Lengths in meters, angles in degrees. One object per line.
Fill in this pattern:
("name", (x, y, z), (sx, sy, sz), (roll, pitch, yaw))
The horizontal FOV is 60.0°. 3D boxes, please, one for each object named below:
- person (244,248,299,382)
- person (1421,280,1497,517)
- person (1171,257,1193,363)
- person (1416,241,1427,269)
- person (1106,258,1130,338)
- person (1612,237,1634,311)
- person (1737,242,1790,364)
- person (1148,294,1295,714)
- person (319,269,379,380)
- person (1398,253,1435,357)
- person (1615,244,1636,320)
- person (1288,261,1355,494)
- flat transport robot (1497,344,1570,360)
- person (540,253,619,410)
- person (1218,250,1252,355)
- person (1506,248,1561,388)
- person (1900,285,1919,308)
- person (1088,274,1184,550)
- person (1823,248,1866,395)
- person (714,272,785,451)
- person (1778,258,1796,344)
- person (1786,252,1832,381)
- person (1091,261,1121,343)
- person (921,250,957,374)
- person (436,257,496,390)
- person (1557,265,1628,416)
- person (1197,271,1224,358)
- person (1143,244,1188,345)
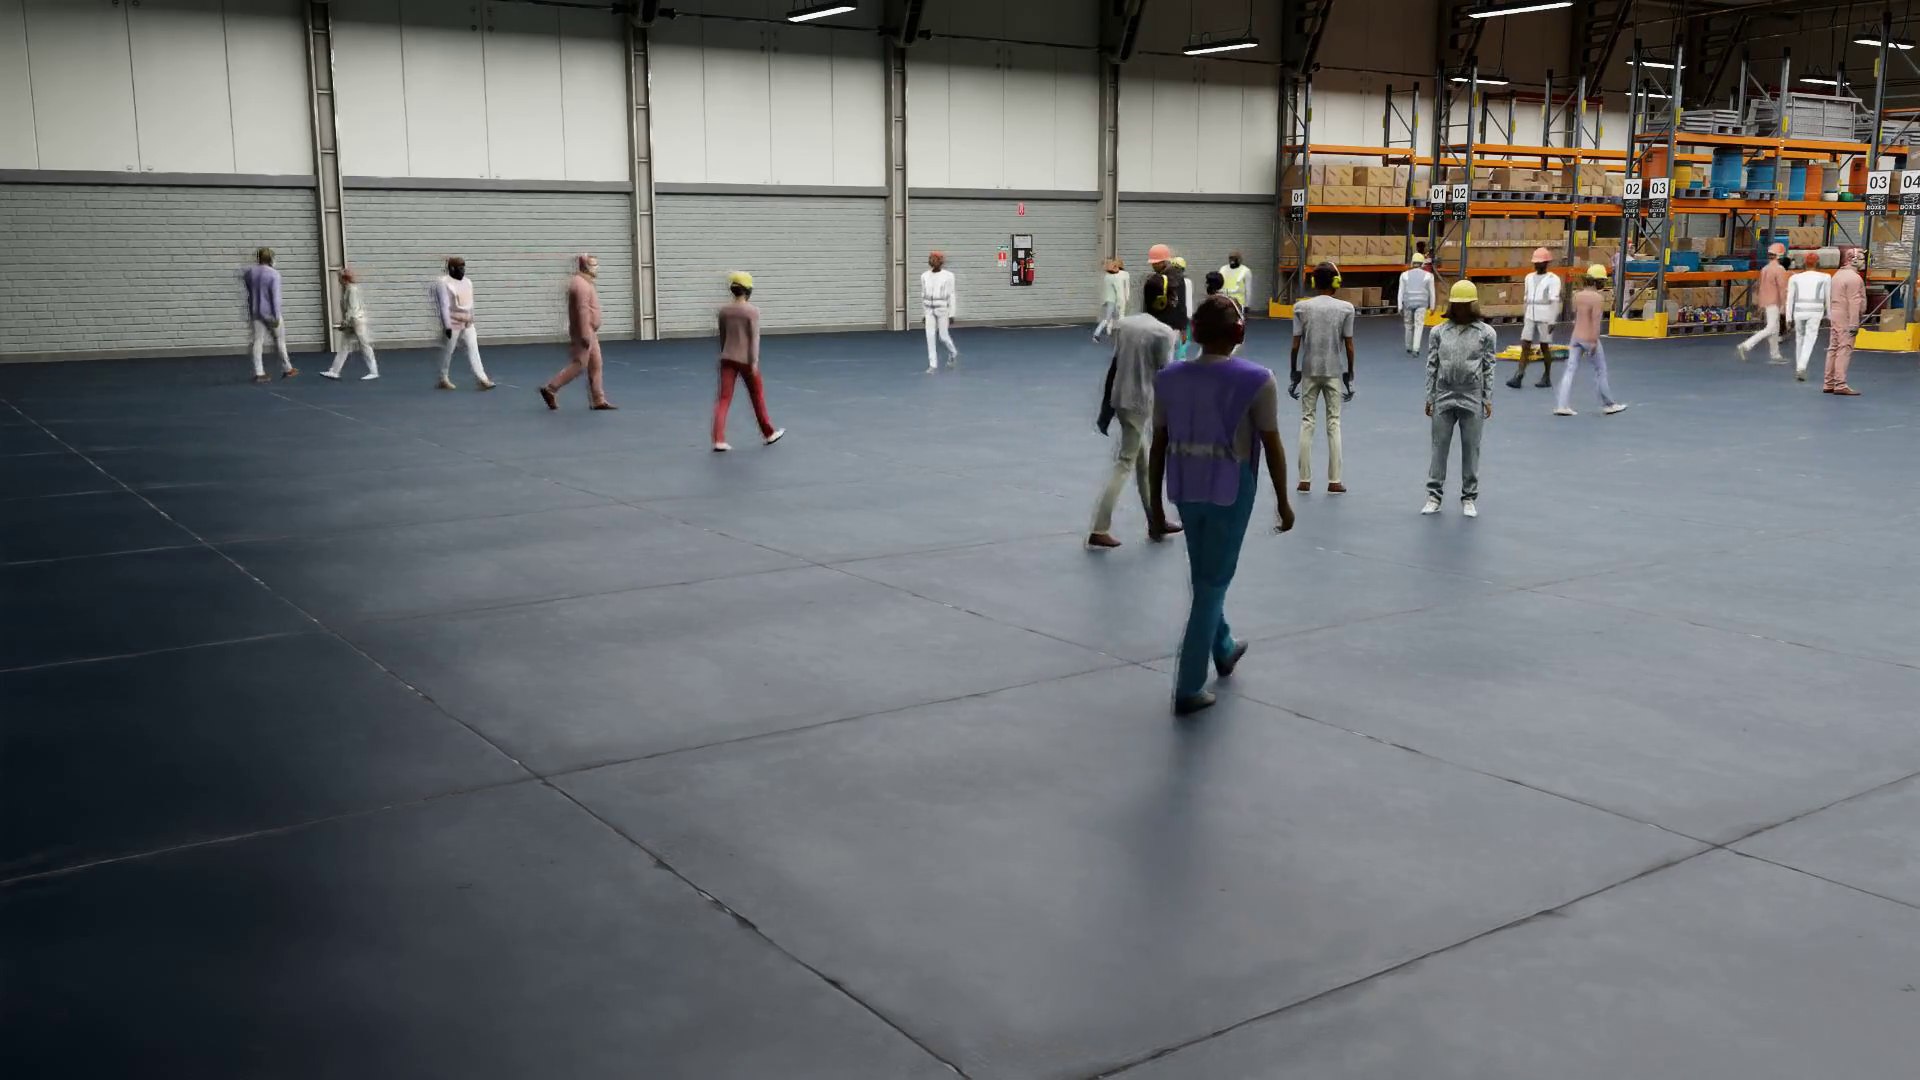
("person", (-9.910, -3.241, 23.926), (0.617, 1.885, 0.965), (2, 11, 13))
("person", (3.675, -1.036, 12.261), (0.493, 1.740, 0.325), (4, 11, 22))
("person", (3.310, -3.442, 25.435), (0.549, 1.748, 0.427), (5, 11, 25))
("person", (11.766, -6.682, 42.641), (0.665, 1.941, 0.612), (-5, 12, -27))
("person", (3.215, -4.949, 34.036), (0.500, 1.625, 0.293), (3, 11, 15))
("person", (15.484, -6.034, 38.829), (0.372, 2.044, 0.608), (-5, 11, -25))
("person", (13.085, -3.825, 26.931), (0.839, 1.974, 0.622), (1, 10, 3))
("person", (1.175, -0.181, 7.415), (0.576, 1.798, 0.961), (8, 13, 36))
("person", (-8.769, -3.072, 23.802), (0.852, 1.589, 0.506), (-8, 13, -37))
("person", (7.876, -4.057, 28.707), (0.614, 1.788, 0.939), (4, 11, 19))
("person", (14.754, -5.594, 36.802), (0.399, 1.905, 0.642), (-1, 10, -6))
("person", (2.903, -1.297, 13.351), (0.523, 1.865, 0.317), (3, 11, 18))
("flat transport robot", (9.782, -3.175, 28.019), (1.431, 0.197, 0.652), (-7, 12, -33))
("person", (-4.525, -2.450, 19.650), (0.827, 1.879, 0.655), (-1, 10, -7))
("person", (4.819, -4.174, 29.232), (0.637, 1.823, 0.609), (8, 13, 36))
("person", (7.841, -3.005, 22.612), (0.817, 1.899, 0.567), (-8, 13, -37))
("person", (19.224, -4.986, 33.405), (0.625, 1.934, 0.364), (5, 12, 26))
("person", (1.232, -0.848, 11.045), (0.953, 1.804, 0.504), (-6, 12, -30))
("person", (11.611, -2.850, 21.752), (0.400, 1.907, 0.644), (1, 10, 6))
("person", (-2.106, -1.734, 16.160), (0.531, 1.711, 0.928), (6, 12, 28))
("person", (15.914, -4.639, 32.225), (0.544, 1.643, 0.913), (3, 11, 15))
("person", (12.218, -3.224, 23.993), (0.583, 1.847, 0.944), (9, 14, 42))
("person", (2.901, -4.625, 32.323), (0.817, 1.601, 0.509), (-4, 11, -21))
("person", (-0.306, -3.459, 25.237), (0.573, 1.865, 0.695), (5, 11, 26))
("person", (-6.717, -2.892, 22.313), (0.982, 1.787, 0.640), (6, 12, 29))
("person", (7.304, -2.290, 19.158), (0.871, 1.724, 0.536), (-3, 11, -16))
("person", (2.810, -2.204, 18.852), (0.423, 1.669, 0.621), (3, 11, 16))
("person", (2.391, -2.490, 19.611), (0.492, 1.960, 0.670), (-7, 13, -35))
